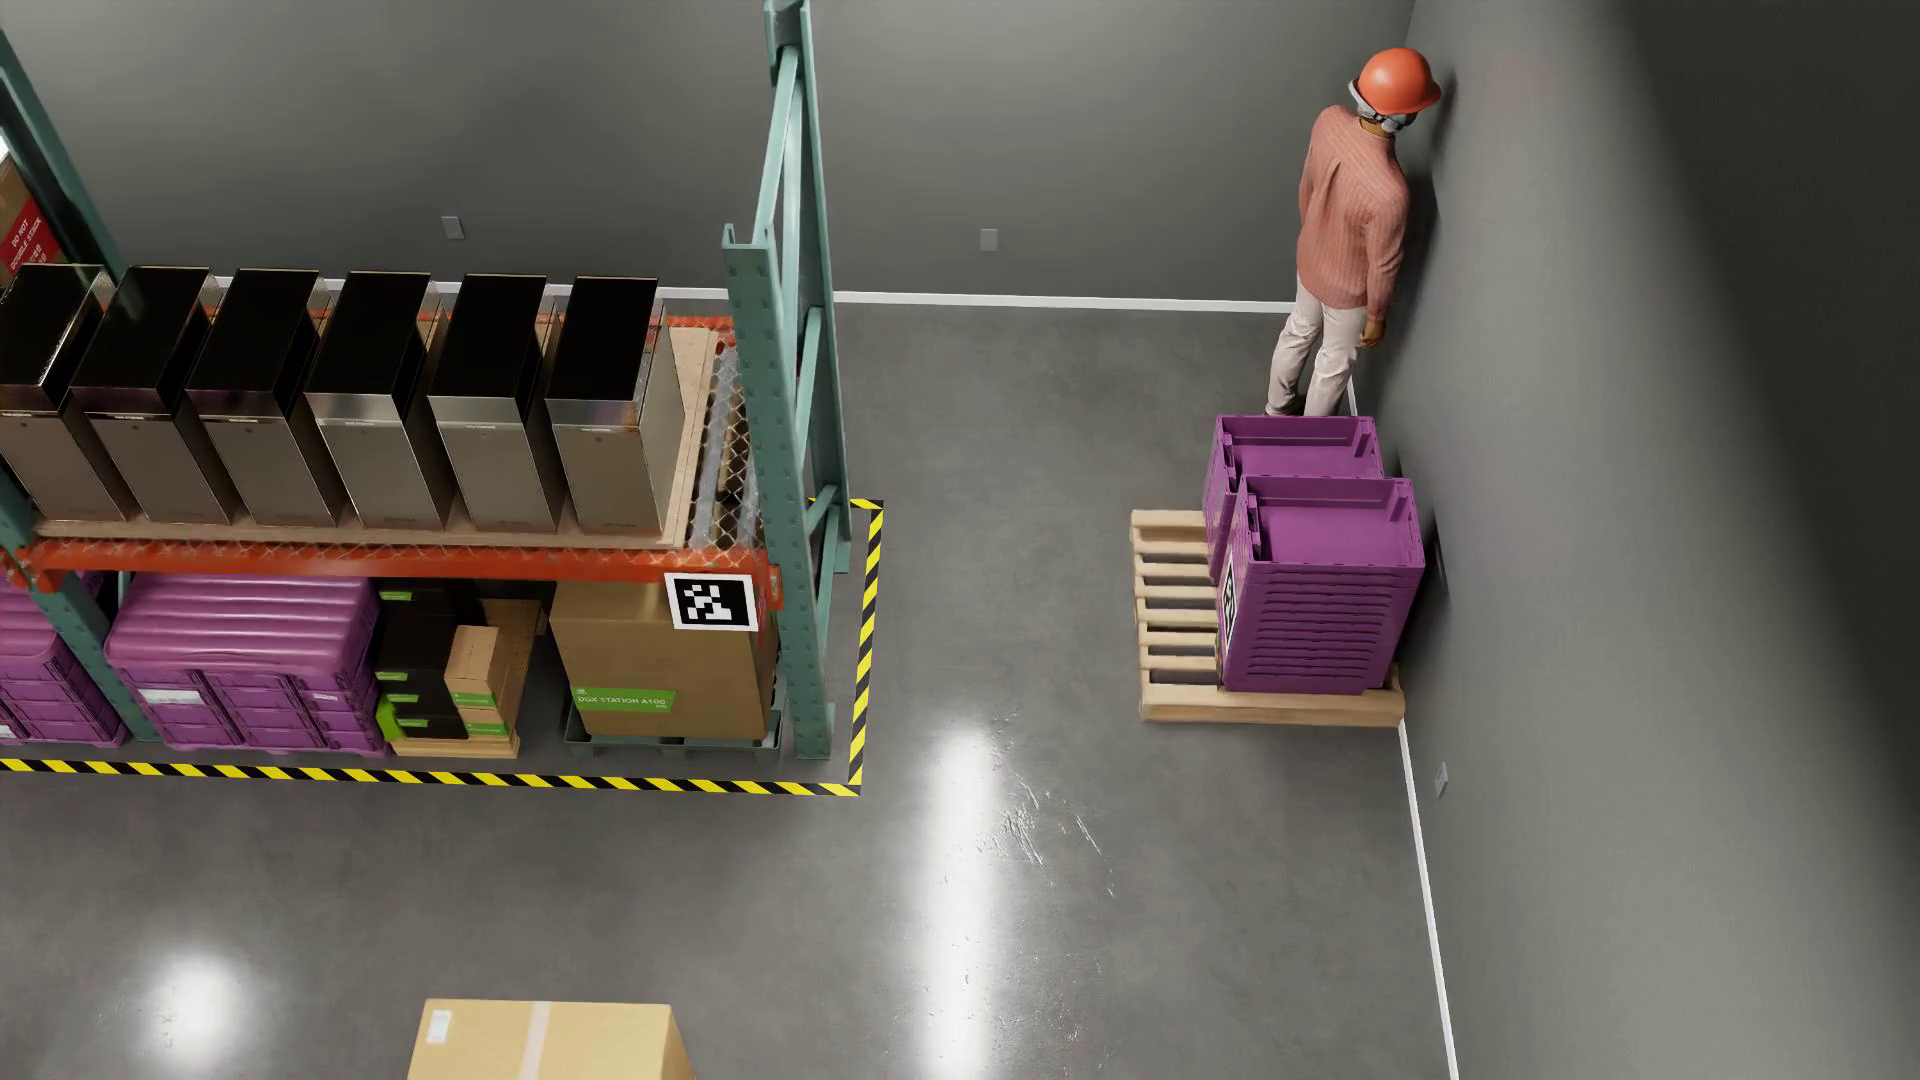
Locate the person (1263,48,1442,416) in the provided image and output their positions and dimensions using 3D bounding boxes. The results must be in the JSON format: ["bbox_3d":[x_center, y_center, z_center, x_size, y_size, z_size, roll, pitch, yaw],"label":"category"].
[{"bbox_3d":[1.504,-1.053,6.486,0.382,1.995,0.612,-18,54,-13],"label":"person"}]
